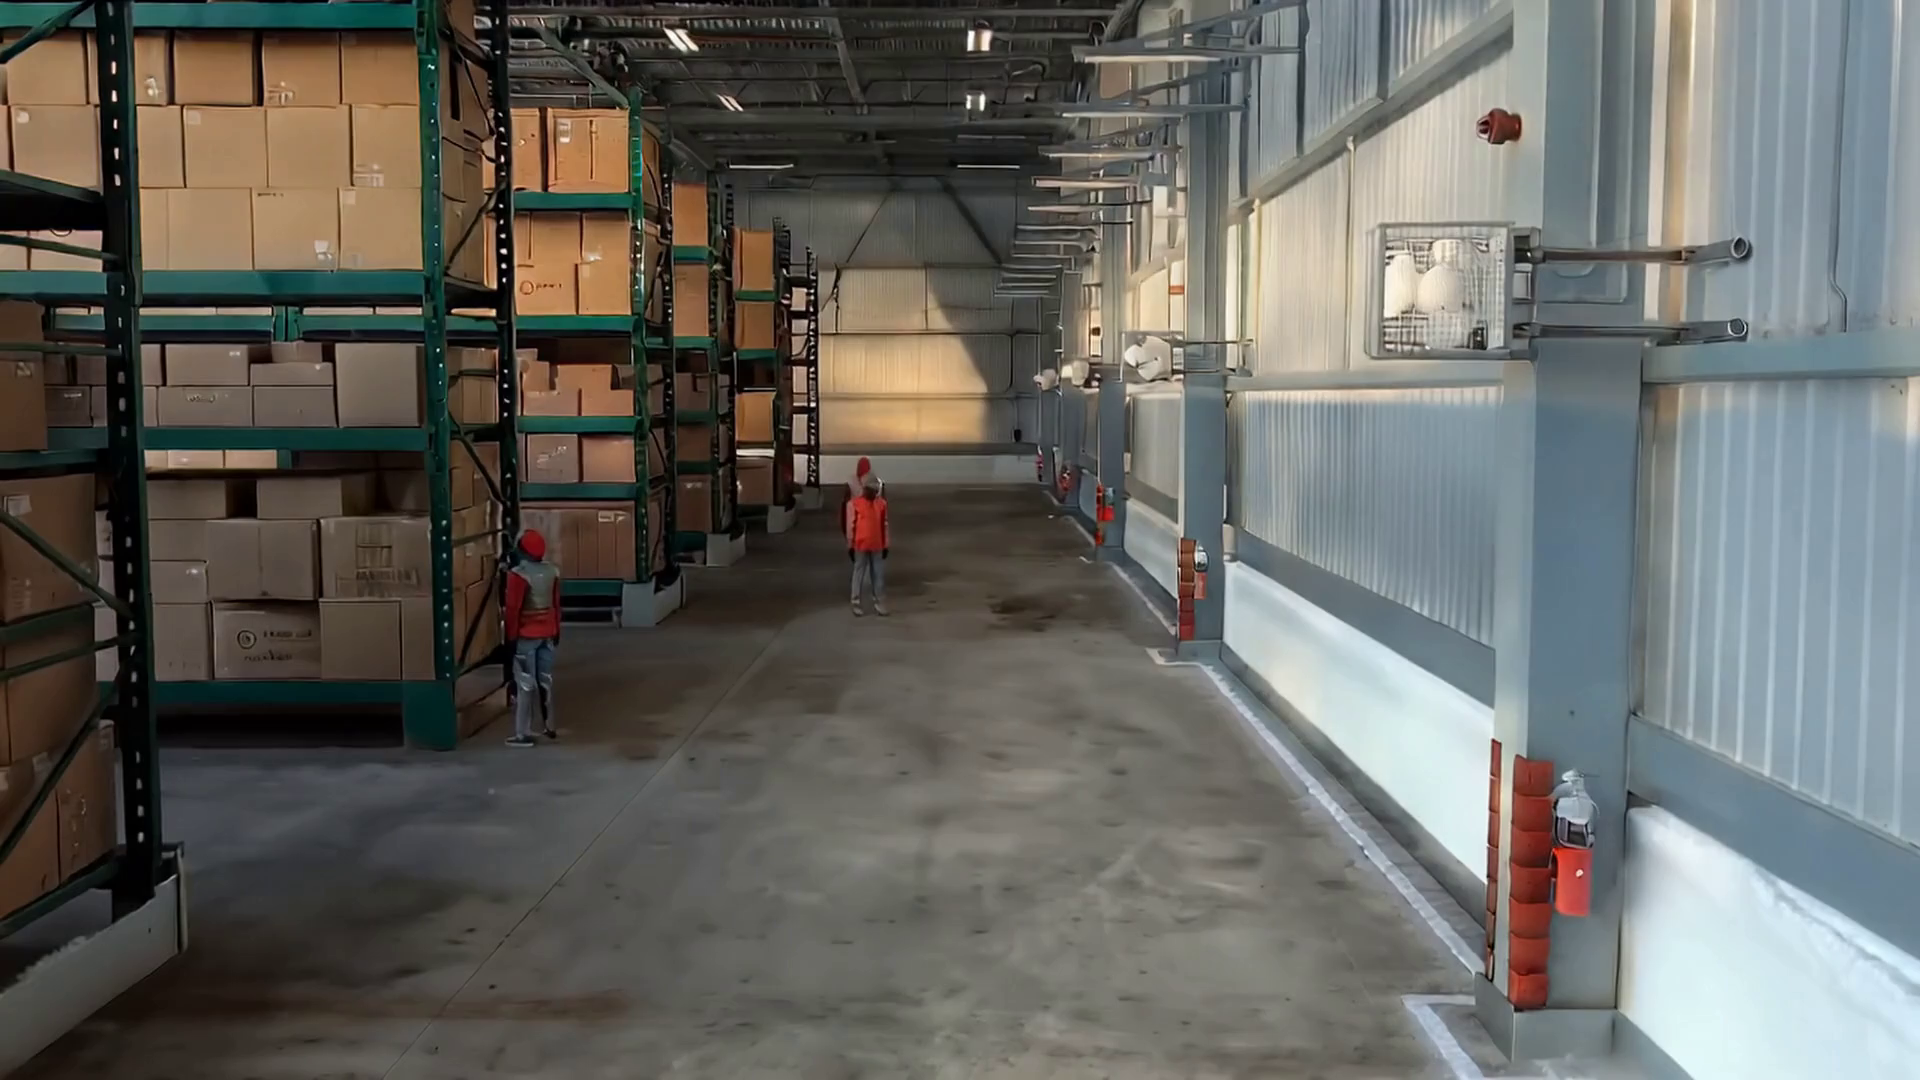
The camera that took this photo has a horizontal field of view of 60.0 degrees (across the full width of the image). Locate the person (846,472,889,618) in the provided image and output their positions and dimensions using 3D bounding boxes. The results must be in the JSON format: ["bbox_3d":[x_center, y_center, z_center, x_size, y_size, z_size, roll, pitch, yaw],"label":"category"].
[{"bbox_3d":[-1.083,0.054,19.833,0.569,1.743,0.350,-3,6,-32],"label":"person"}]

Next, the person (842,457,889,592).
[{"bbox_3d":[-1.298,-0.222,22.622,0.621,1.820,0.841,-2,5,-22],"label":"person"}]

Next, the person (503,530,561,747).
[{"bbox_3d":[-3.219,0.734,12.572,0.313,1.628,0.526,3,6,34],"label":"person"}]
